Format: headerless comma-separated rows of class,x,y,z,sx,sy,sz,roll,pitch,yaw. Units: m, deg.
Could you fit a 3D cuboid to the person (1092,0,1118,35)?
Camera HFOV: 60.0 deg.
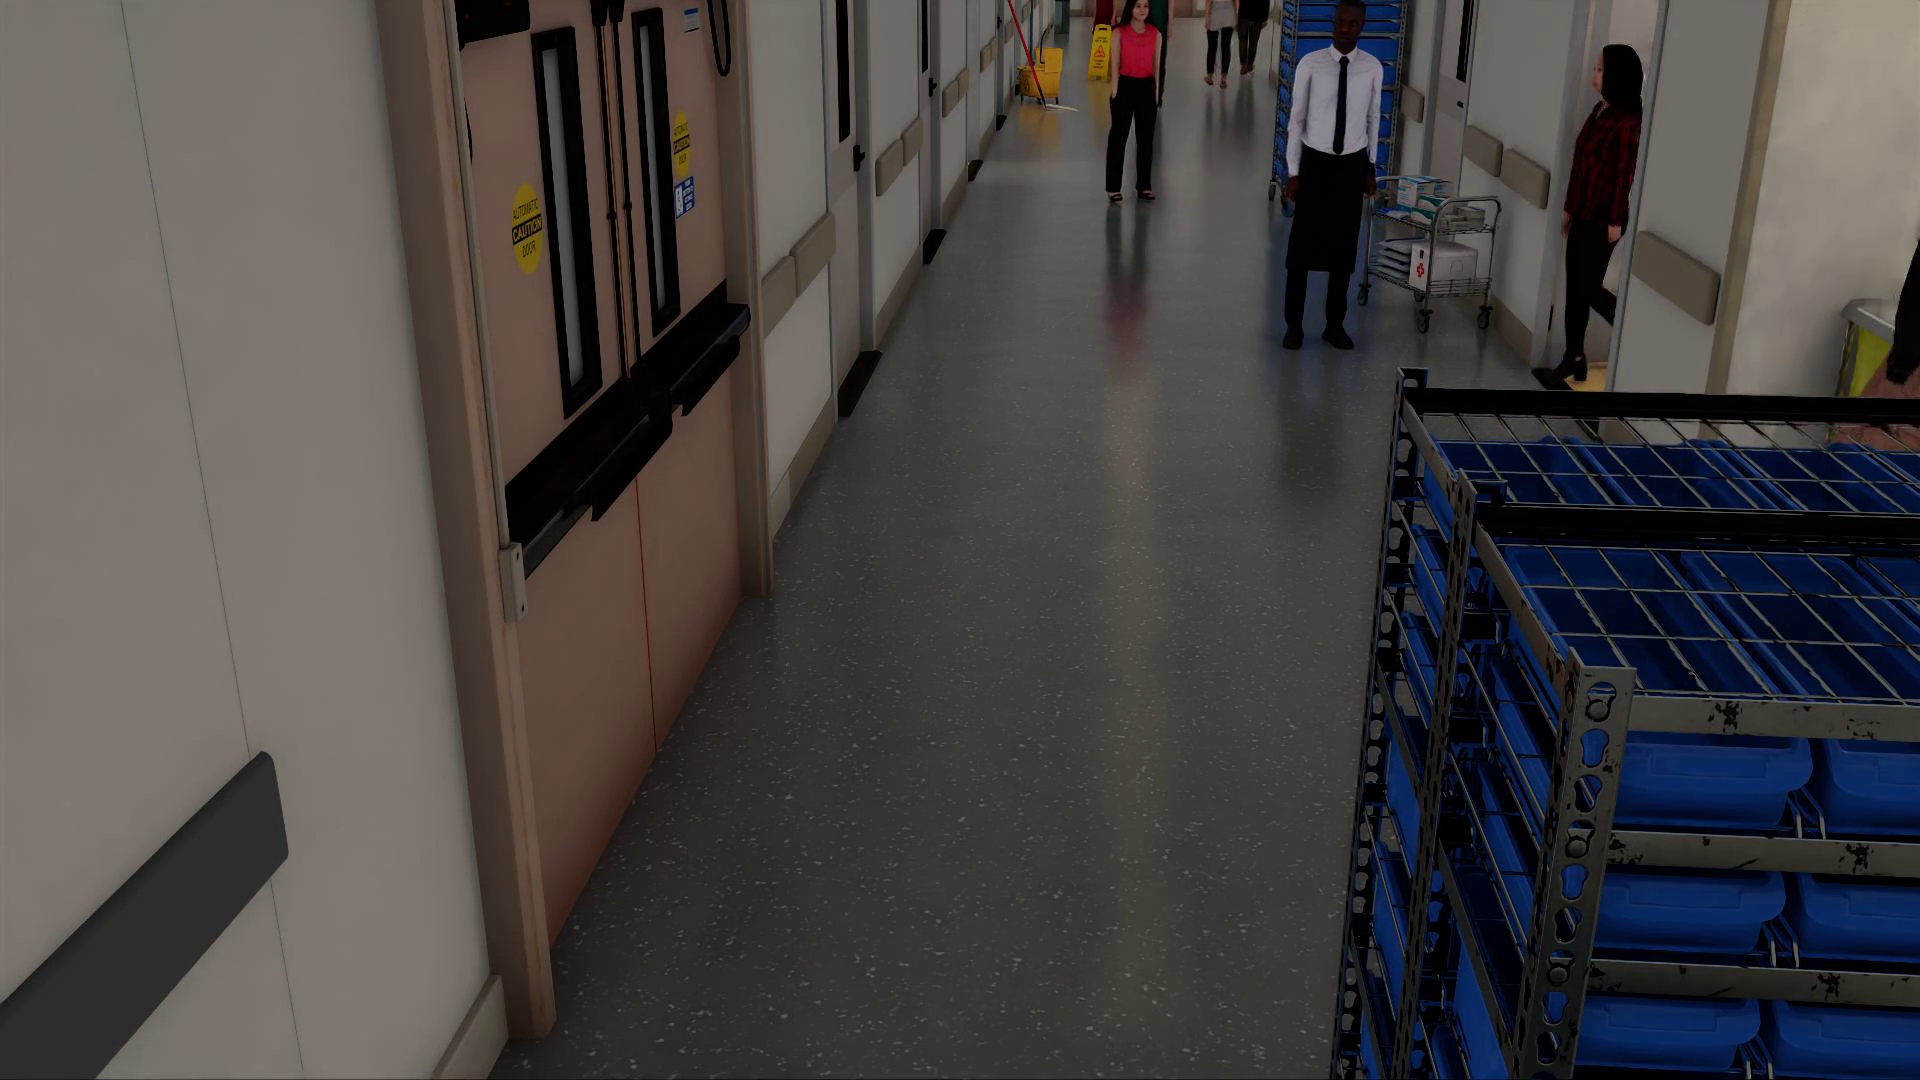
person,2.154,-7.740,24.572,0.671,1.552,0.731,16,26,35

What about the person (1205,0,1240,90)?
person,3.420,-6.743,21.642,0.664,1.771,1.184,0,21,1

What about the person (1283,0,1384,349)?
person,1.992,-1.960,8.924,0.649,1.836,0.541,0,21,1

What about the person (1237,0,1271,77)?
person,4.086,-7.382,23.476,0.770,1.668,1.127,4,21,12

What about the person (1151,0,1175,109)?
person,2.231,-5.944,19.440,0.670,1.832,0.727,4,21,10

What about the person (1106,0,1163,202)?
person,1.409,-3.582,13.456,0.643,1.658,0.630,-6,22,-15

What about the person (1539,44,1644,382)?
person,3.207,-1.574,8.171,0.697,1.646,0.710,-1,21,-2
